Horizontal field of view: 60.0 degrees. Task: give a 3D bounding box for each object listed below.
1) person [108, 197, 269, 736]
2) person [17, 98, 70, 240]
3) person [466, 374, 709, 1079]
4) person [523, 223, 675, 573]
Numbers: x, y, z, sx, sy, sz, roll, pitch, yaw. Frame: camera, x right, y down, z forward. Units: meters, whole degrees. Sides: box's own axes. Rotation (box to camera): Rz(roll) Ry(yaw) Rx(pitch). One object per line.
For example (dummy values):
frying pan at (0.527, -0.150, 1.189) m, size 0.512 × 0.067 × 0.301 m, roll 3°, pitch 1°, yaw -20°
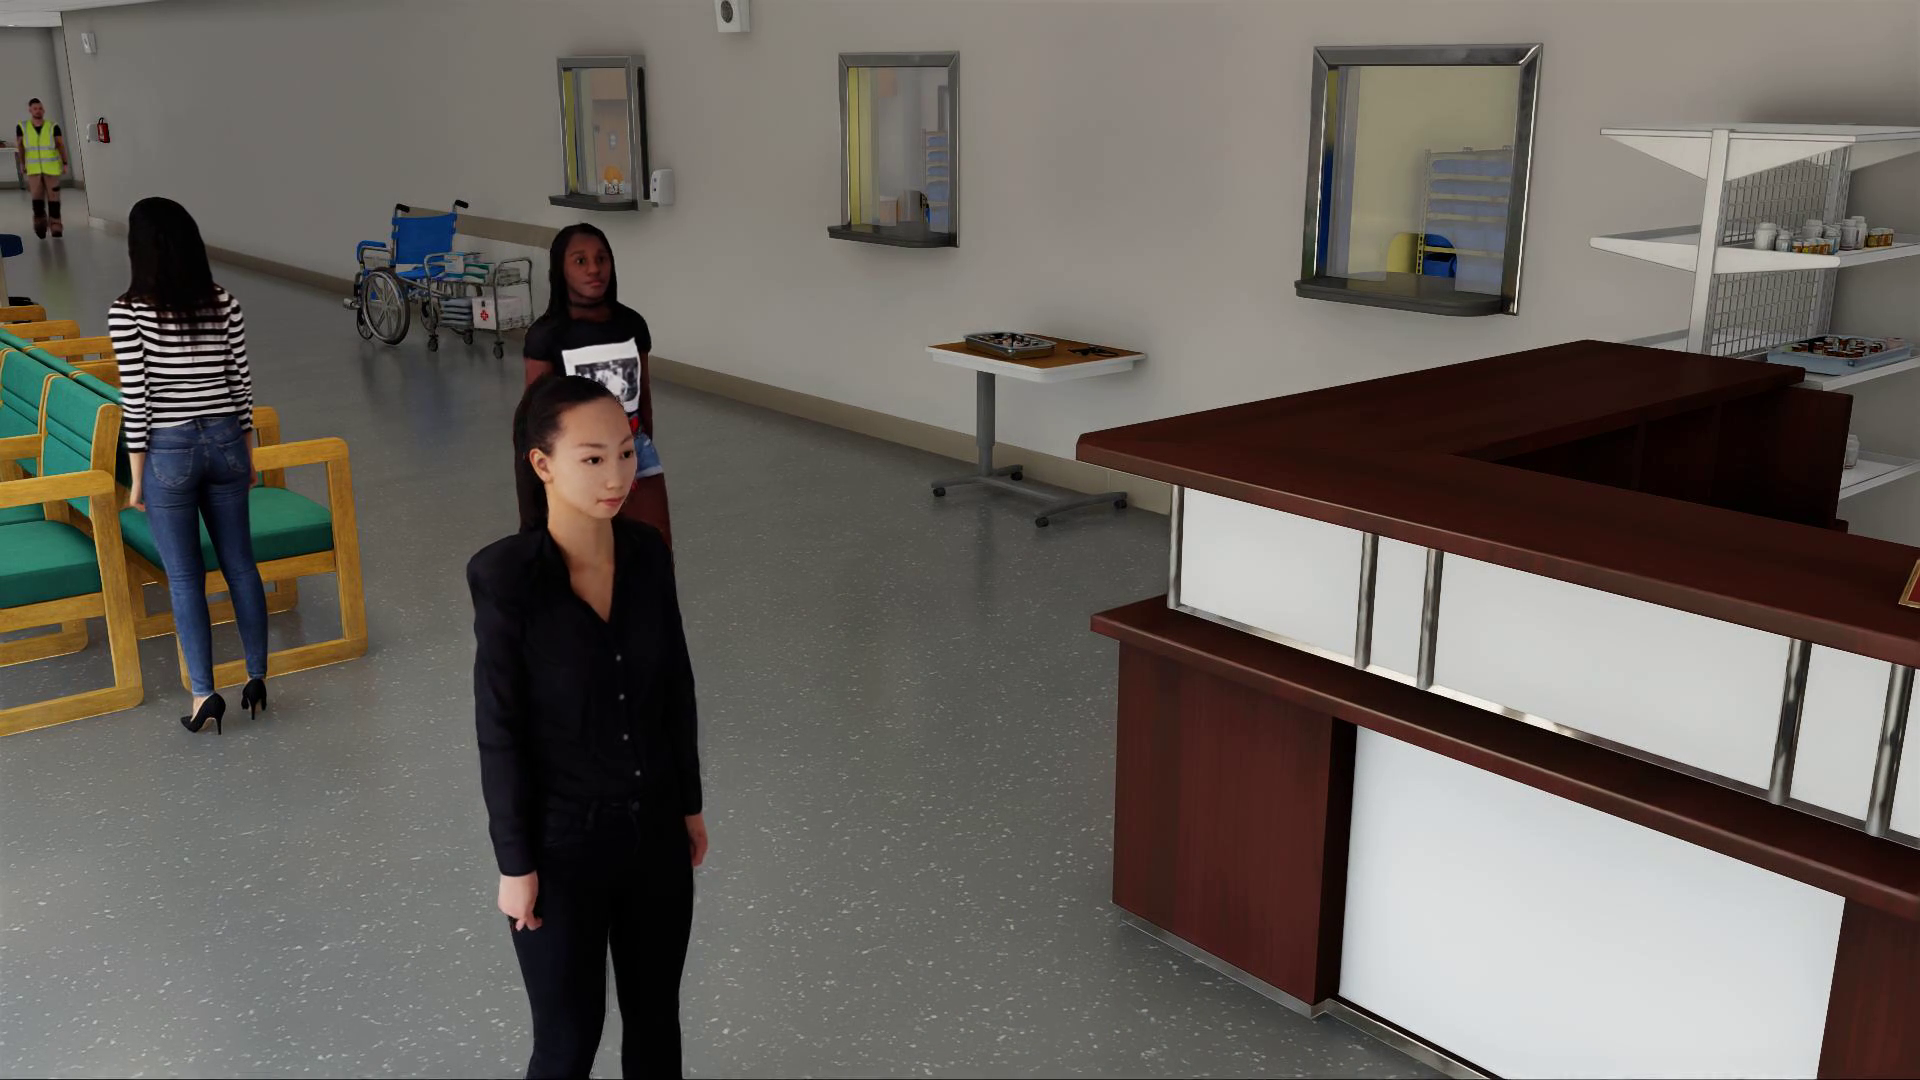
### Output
person at (-2.548, -0.232, 5.536) m, size 0.668 × 1.797 × 0.465 m, roll 13°, pitch 20°, yaw 39°
person at (-12.279, -4.968, 22.277) m, size 0.958 × 1.828 × 0.882 m, roll -9°, pitch 18°, yaw -28°
person at (-0.642, 0.547, 2.927) m, size 0.654 × 1.713 × 0.454 m, roll 15°, pitch 21°, yaw 42°
person at (-1.227, -0.177, 5.501) m, size 0.556 × 1.711 × 0.678 m, roll -11°, pitch 19°, yaw -34°
